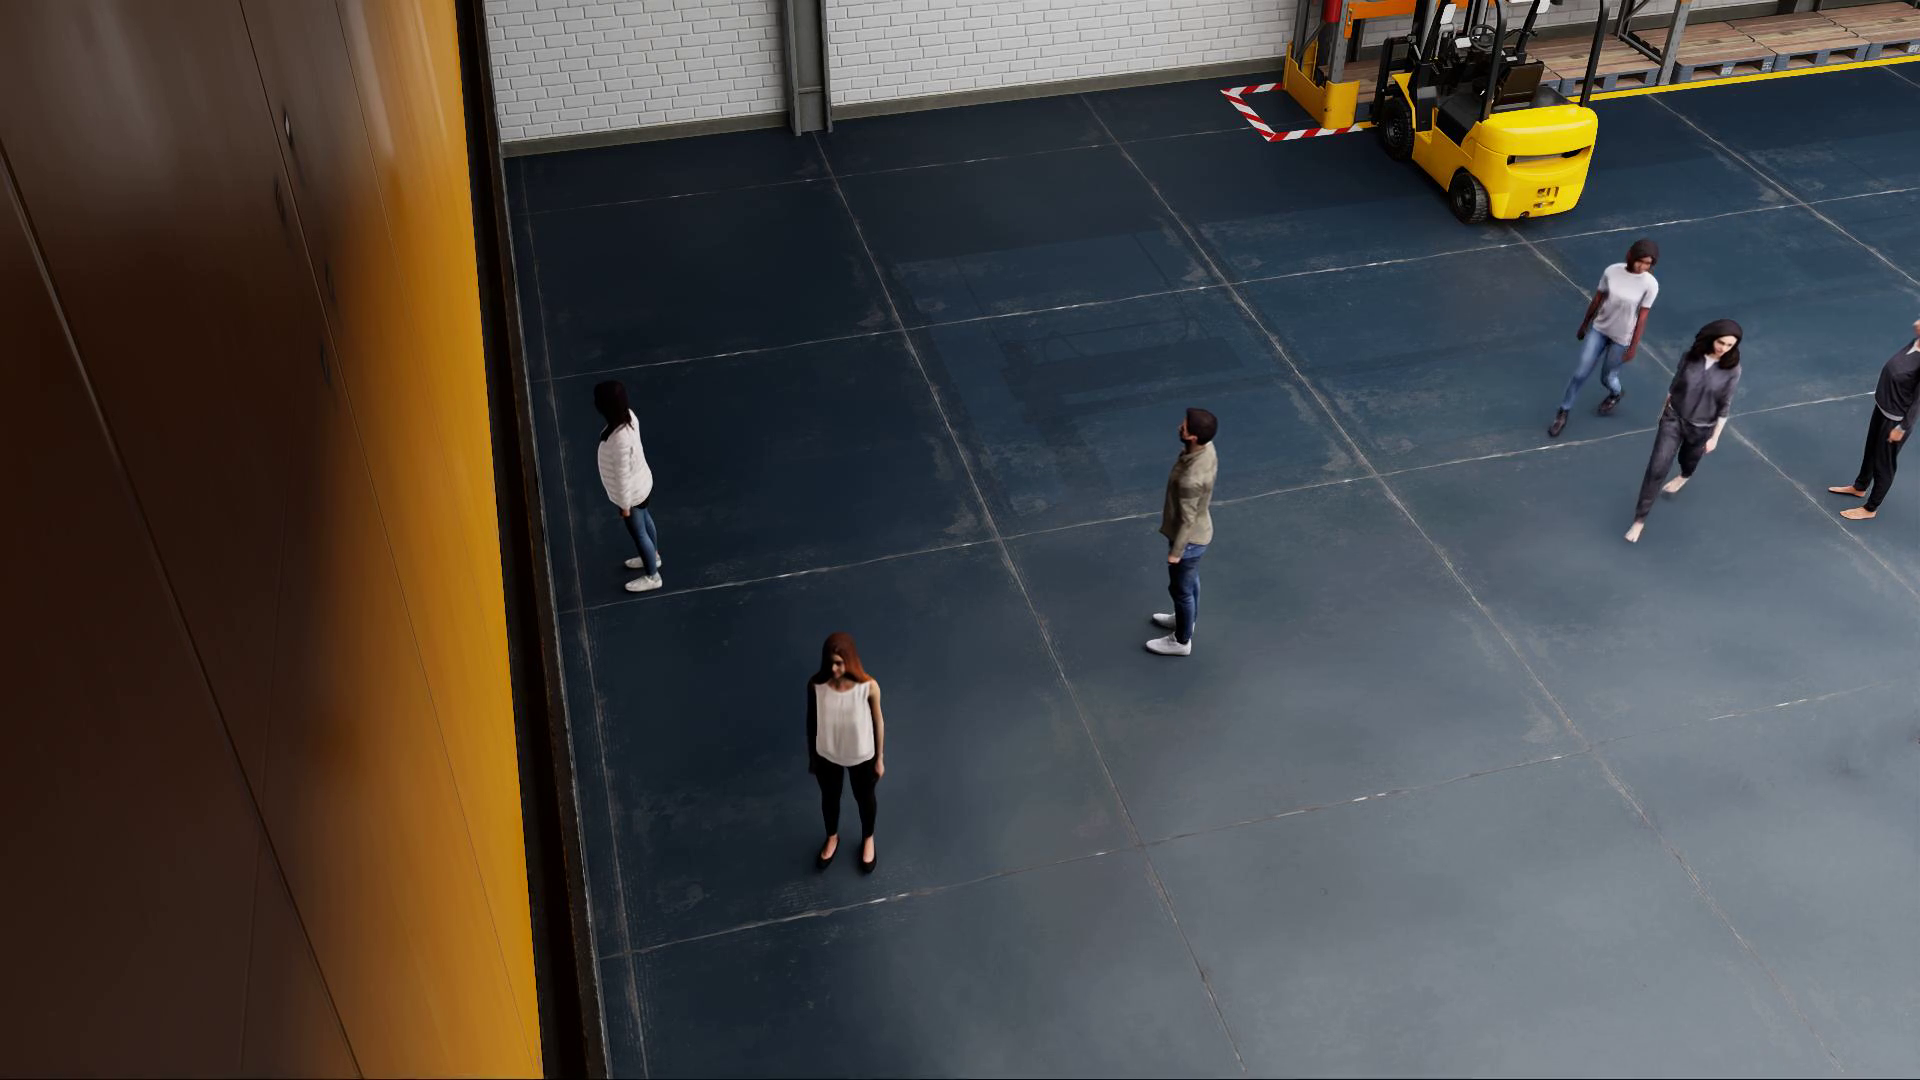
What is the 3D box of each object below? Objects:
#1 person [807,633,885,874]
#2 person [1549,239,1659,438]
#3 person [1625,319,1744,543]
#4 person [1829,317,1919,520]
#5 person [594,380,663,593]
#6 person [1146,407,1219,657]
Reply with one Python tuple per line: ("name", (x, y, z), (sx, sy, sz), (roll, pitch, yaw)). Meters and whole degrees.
("person", (-0.633, 1.171, 9.224), (0.567, 1.721, 0.701), (4, 39, 5))
("person", (5.001, -1.555, 12.664), (1.083, 1.688, 0.958), (-30, 47, -32))
("person", (5.197, -0.846, 11.761), (1.061, 1.708, 1.232), (28, 47, 31))
("person", (6.685, -0.931, 11.851), (0.650, 1.728, 0.672), (5, 39, 6))
("person", (-2.222, -0.381, 11.237), (0.582, 1.634, 0.634), (-5, 39, -6))
("person", (1.463, -0.044, 10.630), (0.780, 1.865, 0.793), (10, 40, 12))
